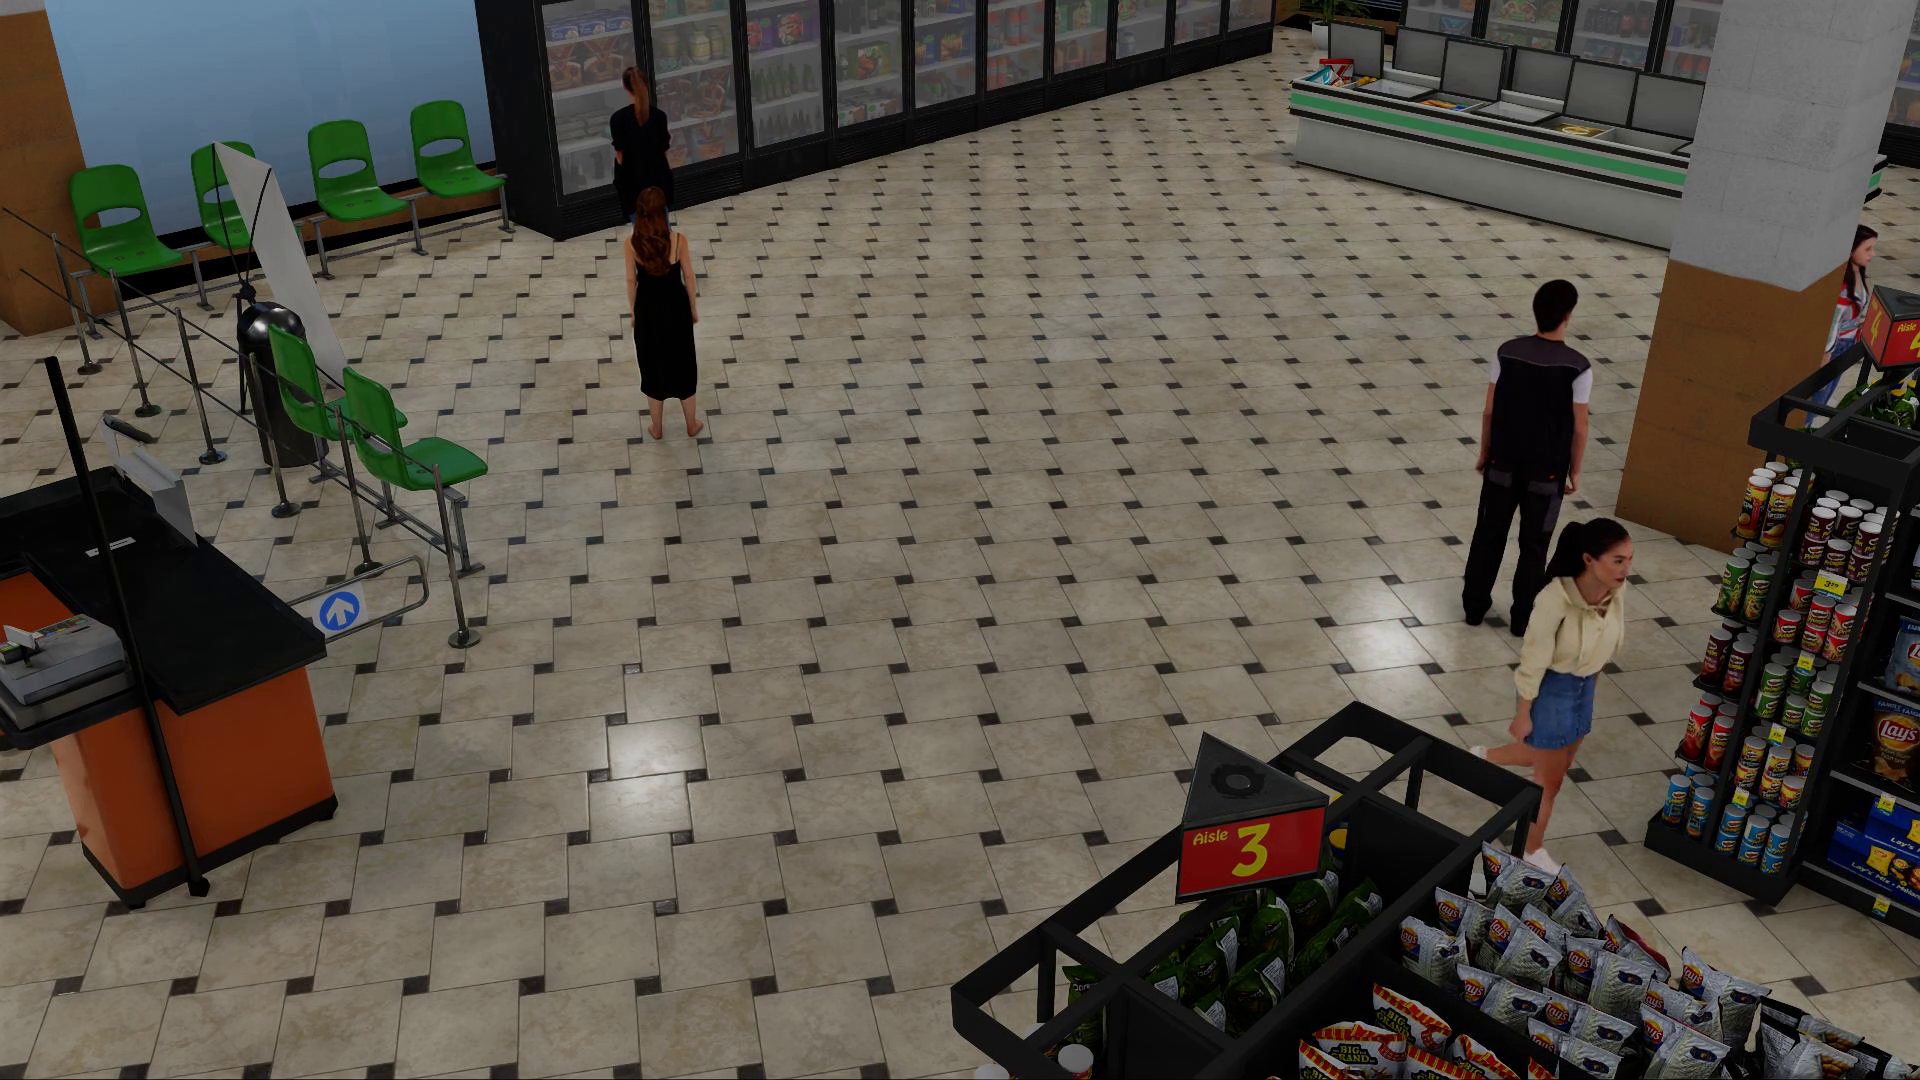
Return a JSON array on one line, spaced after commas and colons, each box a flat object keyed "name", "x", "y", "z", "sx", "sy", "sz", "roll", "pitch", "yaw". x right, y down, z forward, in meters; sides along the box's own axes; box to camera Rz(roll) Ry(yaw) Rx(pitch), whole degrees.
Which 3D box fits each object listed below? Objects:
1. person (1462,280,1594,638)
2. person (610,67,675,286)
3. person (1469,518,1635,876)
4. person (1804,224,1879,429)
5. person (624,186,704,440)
[{"name": "person", "x": 2.806, "y": -0.392, "z": 8.230, "sx": 0.588, "sy": 1.848, "sz": 0.769, "roll": 17, "pitch": 33, "yaw": 29}, {"name": "person", "x": -2.416, "y": -2.774, "z": 12.758, "sx": 0.706, "sy": 1.692, "sz": 0.691, "roll": -11, "pitch": 31, "yaw": -20}, {"name": "person", "x": 2.334, "y": 0.592, "z": 6.672, "sx": 0.793, "sy": 1.615, "sz": 0.975, "roll": -15, "pitch": 32, "yaw": -25}, {"name": "person", "x": 5.035, "y": -1.058, "z": 9.698, "sx": 0.522, "sy": 1.611, "sz": 0.609, "roll": 22, "pitch": 36, "yaw": 34}, {"name": "person", "x": -1.845, "y": -1.398, "z": 10.306, "sx": 0.686, "sy": 1.625, "sz": 0.730, "roll": -4, "pitch": 29, "yaw": -8}]
